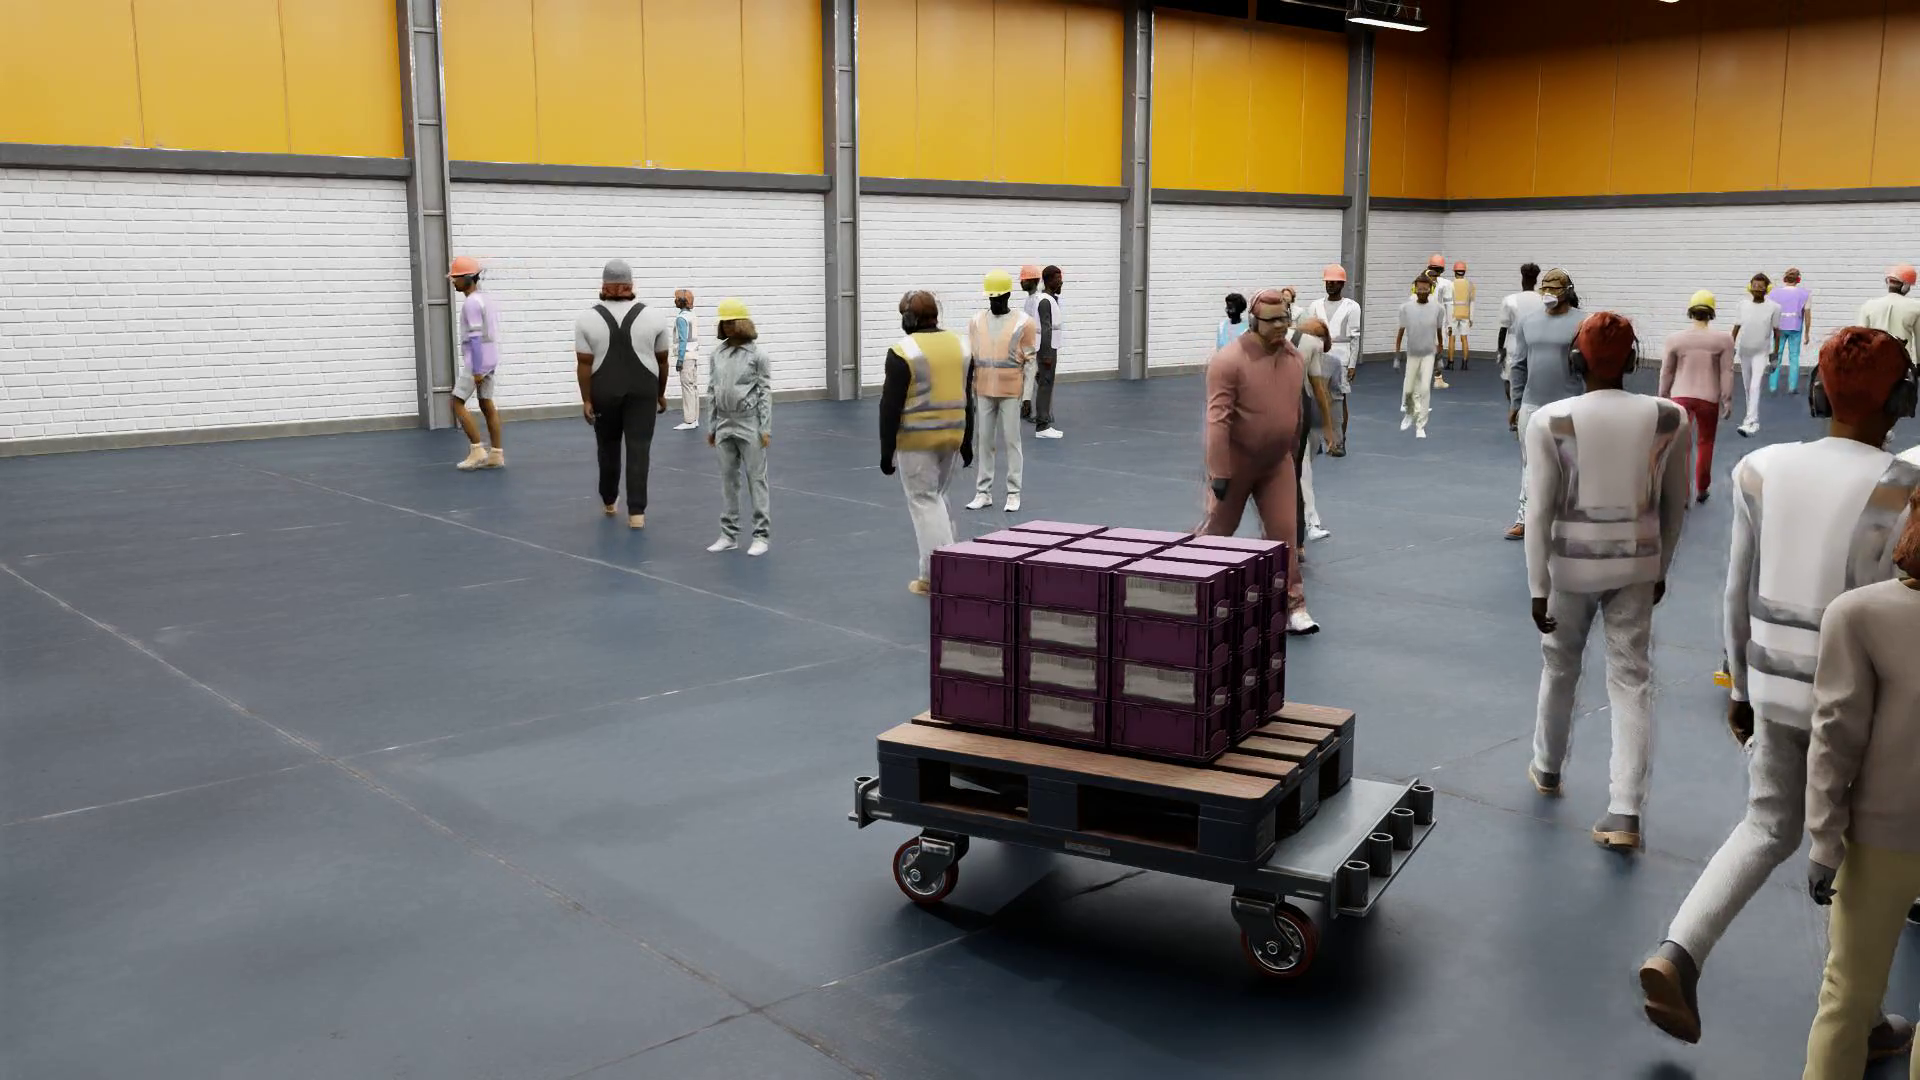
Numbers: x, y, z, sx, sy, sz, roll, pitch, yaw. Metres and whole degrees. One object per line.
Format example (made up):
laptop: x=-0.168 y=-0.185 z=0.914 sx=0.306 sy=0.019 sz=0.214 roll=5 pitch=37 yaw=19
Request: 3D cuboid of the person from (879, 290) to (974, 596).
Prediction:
person: x=-0.206 y=-0.564 z=9.903 sx=0.633 sy=1.822 sz=0.468 roll=-9 pitch=14 yaw=-44

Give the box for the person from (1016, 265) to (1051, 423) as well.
person: x=0.816 y=-2.353 z=20.095 sx=0.673 sy=1.914 sz=0.548 roll=-3 pitch=10 yaw=-15

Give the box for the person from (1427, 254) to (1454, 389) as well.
person: x=7.259 y=-3.336 z=25.450 sx=0.615 sy=2.047 sz=0.357 roll=9 pitch=13 yaw=42

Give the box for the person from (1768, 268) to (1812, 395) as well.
person: x=12.104 y=-3.038 z=24.317 sx=0.598 sy=1.842 sz=0.396 roll=5 pitch=11 yaw=27

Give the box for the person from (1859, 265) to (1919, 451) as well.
person: x=9.379 y=-1.793 z=16.783 sx=0.614 sy=1.918 sz=1.094 roll=9 pitch=13 yaw=43

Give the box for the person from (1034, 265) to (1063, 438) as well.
person: x=0.977 y=-2.101 z=18.599 sx=0.376 sy=1.917 sz=0.600 roll=1 pitch=10 yaw=6

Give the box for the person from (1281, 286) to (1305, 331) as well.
person: x=4.559 y=-2.731 z=23.183 sx=0.511 sy=1.606 sz=0.770 roll=6 pitch=12 yaw=33

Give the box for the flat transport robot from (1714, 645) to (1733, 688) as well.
flat transport robot: x=4.208 y=0.638 z=7.379 sx=0.652 sy=0.197 sz=1.431 roll=-8 pitch=13 yaw=-41

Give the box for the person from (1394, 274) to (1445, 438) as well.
person: x=5.177 y=-2.076 z=18.723 sx=0.531 sy=1.839 sz=0.650 roll=3 pitch=10 yaw=16

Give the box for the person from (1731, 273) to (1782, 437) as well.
person: x=8.940 y=-2.078 z=18.744 sx=0.496 sy=1.823 sz=0.994 roll=9 pitch=13 yaw=43

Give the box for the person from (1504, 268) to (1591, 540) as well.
person: x=4.168 y=-0.939 z=11.736 sx=0.636 sy=1.939 sz=0.365 roll=9 pitch=13 yaw=42

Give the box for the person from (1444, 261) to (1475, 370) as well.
person: x=8.825 y=-3.968 z=29.480 sx=0.551 sy=1.932 sz=0.378 roll=0 pitch=10 yaw=1

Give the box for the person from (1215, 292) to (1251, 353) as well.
person: x=2.933 y=-1.756 z=17.357 sx=0.858 sy=1.662 sz=0.538 roll=-8 pitch=12 yaw=-38

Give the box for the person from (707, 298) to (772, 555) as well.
person: x=-1.508 y=-0.764 z=11.284 sx=0.489 sy=1.743 sz=0.318 roll=4 pitch=11 yaw=24

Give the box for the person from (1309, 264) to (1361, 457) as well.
person: x=3.757 y=-1.810 z=16.836 sx=0.545 sy=1.938 sz=0.361 roll=6 pitch=11 yaw=31

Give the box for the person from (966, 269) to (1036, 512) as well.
person: x=0.310 y=-1.181 z=13.216 sx=0.585 sy=1.918 sz=0.378 roll=4 pitch=11 yaw=24

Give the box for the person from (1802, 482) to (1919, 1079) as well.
person: x=1.982 y=0.638 z=3.395 sx=0.500 sy=1.633 sz=0.284 roll=1 pitch=10 yaw=6

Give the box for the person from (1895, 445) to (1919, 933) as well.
person: x=2.913 y=0.311 z=4.775 sx=0.602 sy=1.813 sz=0.579 roll=5 pitch=11 yaw=26

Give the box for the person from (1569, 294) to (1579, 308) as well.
person: x=6.647 y=-1.899 z=18.217 sx=0.935 sy=1.632 sz=0.534 roll=-4 pitch=10 yaw=-20

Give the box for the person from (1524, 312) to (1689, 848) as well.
person: x=2.265 y=0.120 z=5.875 sx=0.576 sy=1.837 sz=1.004 roll=1 pitch=10 yaw=8

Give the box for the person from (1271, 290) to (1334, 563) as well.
person: x=2.069 y=-0.693 z=10.686 sx=0.598 sy=1.802 sz=0.635 roll=-1 pitch=10 yaw=-8

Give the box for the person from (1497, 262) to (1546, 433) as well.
person: x=6.365 y=-2.142 z=18.729 sx=0.601 sy=1.949 sz=0.554 roll=2 pitch=10 yaw=10

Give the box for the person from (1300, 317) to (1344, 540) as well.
person: x=2.517 y=-0.818 z=12.051 sx=0.506 sy=1.581 sz=0.860 roll=-4 pitch=10 yaw=-20

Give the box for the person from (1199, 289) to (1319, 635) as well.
person: x=1.588 y=-0.425 z=9.035 sx=0.691 sy=1.859 sz=1.015 roll=-5 pitch=11 yaw=-25

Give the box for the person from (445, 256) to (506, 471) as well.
person: x=-4.595 y=-1.652 z=15.679 sx=0.575 sy=2.024 sz=0.631 roll=0 pitch=10 yaw=-3

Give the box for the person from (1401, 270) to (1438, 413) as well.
person: x=5.988 y=-2.571 z=21.563 sx=0.490 sy=1.853 sz=0.370 roll=-8 pitch=13 yaw=-39

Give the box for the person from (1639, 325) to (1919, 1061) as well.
person: x=2.089 y=0.410 z=4.084 sx=0.709 sy=1.865 sz=0.584 roll=-5 pitch=11 yaw=-28

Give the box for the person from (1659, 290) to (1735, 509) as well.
person: x=5.963 y=-1.143 z=13.490 sx=0.547 sy=1.733 sz=0.800 roll=4 pitch=11 yaw=23

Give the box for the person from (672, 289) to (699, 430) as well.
person: x=-3.200 y=-2.106 z=19.433 sx=0.308 sy=1.644 sz=0.514 roll=1 pitch=10 yaw=3

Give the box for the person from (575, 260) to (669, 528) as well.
person: x=-2.544 y=-1.138 z=12.602 sx=0.689 sy=2.000 sz=1.024 roll=-2 pitch=10 yaw=-10
